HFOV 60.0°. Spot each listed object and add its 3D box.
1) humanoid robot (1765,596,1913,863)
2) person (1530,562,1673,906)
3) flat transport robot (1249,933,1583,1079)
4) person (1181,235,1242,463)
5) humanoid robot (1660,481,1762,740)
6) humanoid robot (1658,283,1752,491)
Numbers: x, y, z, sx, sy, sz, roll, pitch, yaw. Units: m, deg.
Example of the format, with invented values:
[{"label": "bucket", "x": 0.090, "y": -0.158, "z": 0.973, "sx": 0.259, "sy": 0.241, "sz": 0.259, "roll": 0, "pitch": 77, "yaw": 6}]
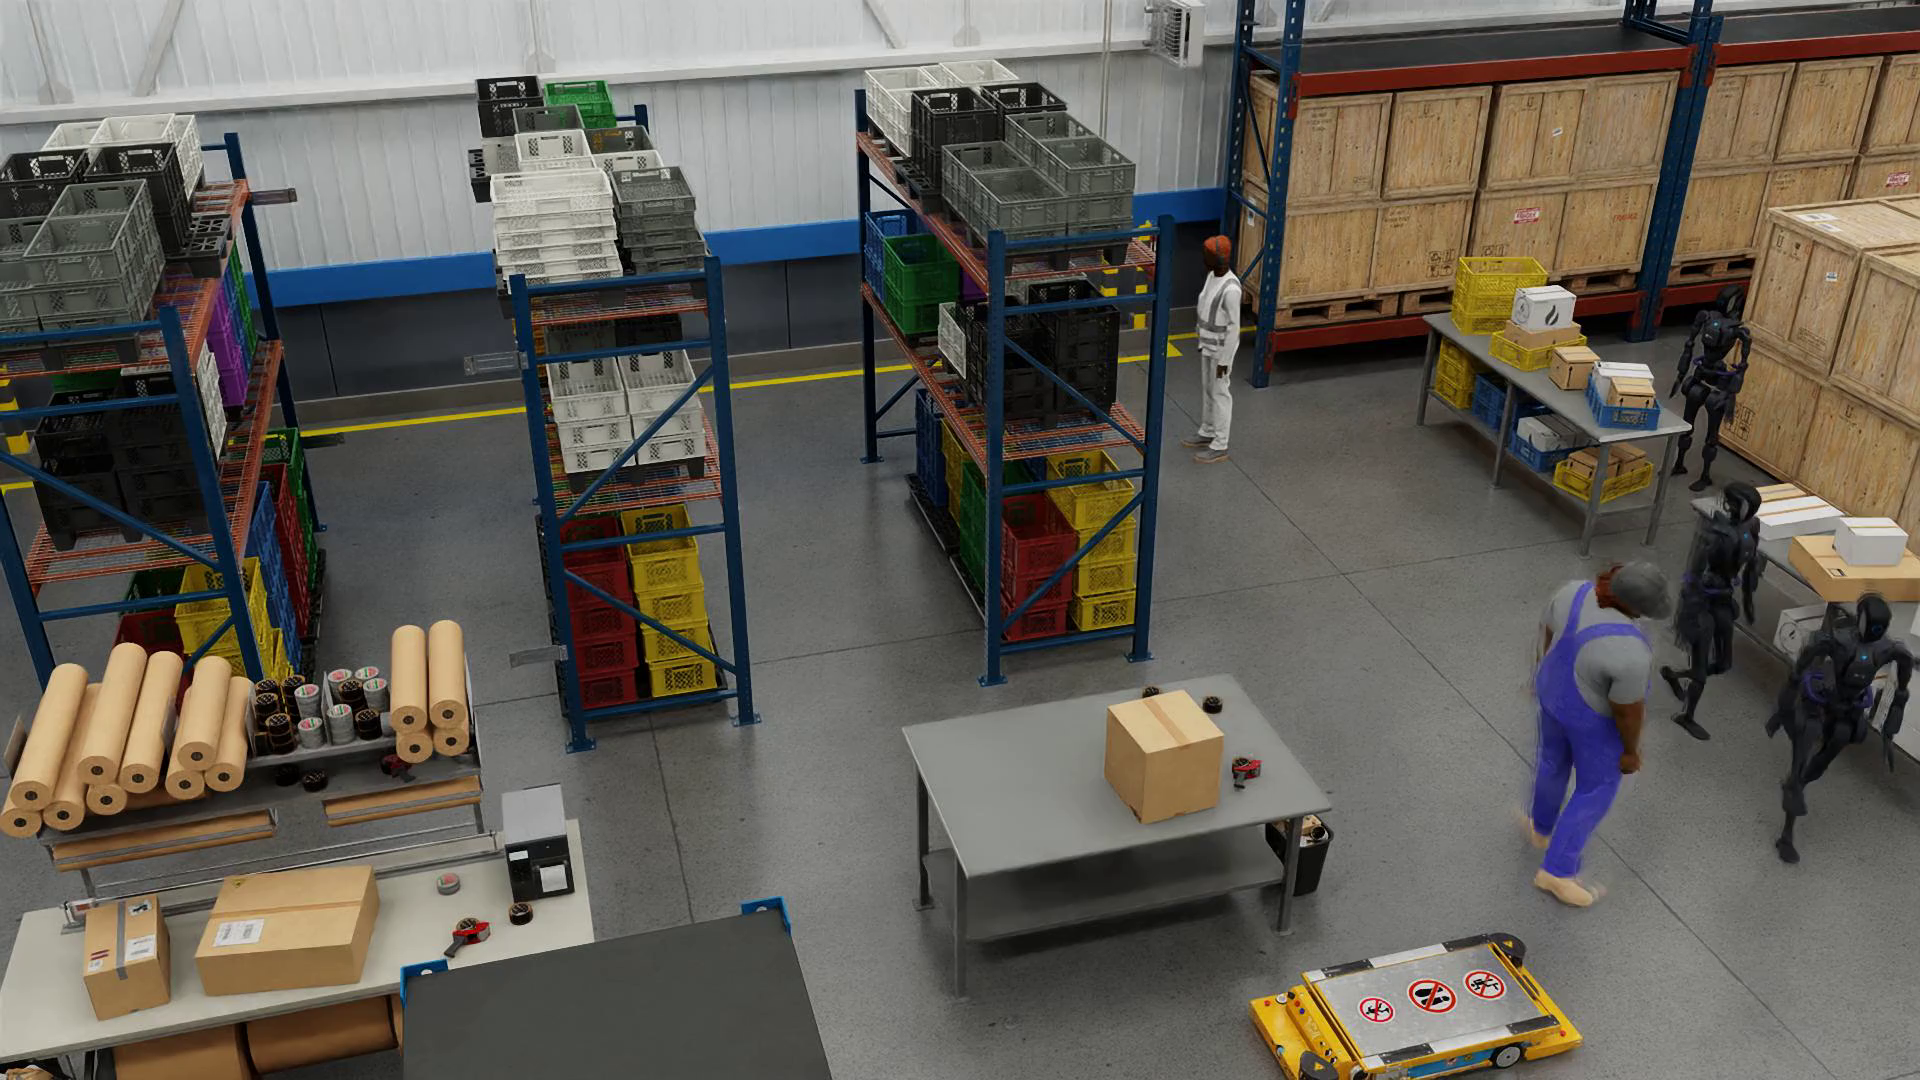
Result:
[{"label": "humanoid robot", "x": 4.746, "y": 0.937, "z": 9.051, "sx": 0.576, "sy": 1.615, "sz": 0.768, "roll": 5, "pitch": 29, "yaw": 9}, {"label": "person", "x": 3.335, "y": 0.889, "z": 8.707, "sx": 0.550, "sy": 2.000, "sz": 0.810, "roll": -9, "pitch": 30, "yaw": -16}, {"label": "flat transport robot", "x": 2.184, "y": 2.282, "z": 7.980, "sx": 1.431, "sy": 0.197, "sz": 0.652, "roll": -8, "pitch": 30, "yaw": -14}, {"label": "person", "x": 2.038, "y": -1.525, "z": 13.258, "sx": 0.358, "sy": 1.885, "sz": 0.572, "roll": -4, "pitch": 29, "yaw": -8}, {"label": "humanoid robot", "x": 4.540, "y": 0.378, "z": 10.009, "sx": 0.625, "sy": 1.639, "sz": 0.452, "roll": -16, "pitch": 33, "yaw": -27}, {"label": "humanoid robot", "x": 5.782, "y": -1.190, "z": 12.850, "sx": 0.326, "sy": 1.656, "sz": 0.587, "roll": -15, "pitch": 32, "yaw": -26}]
